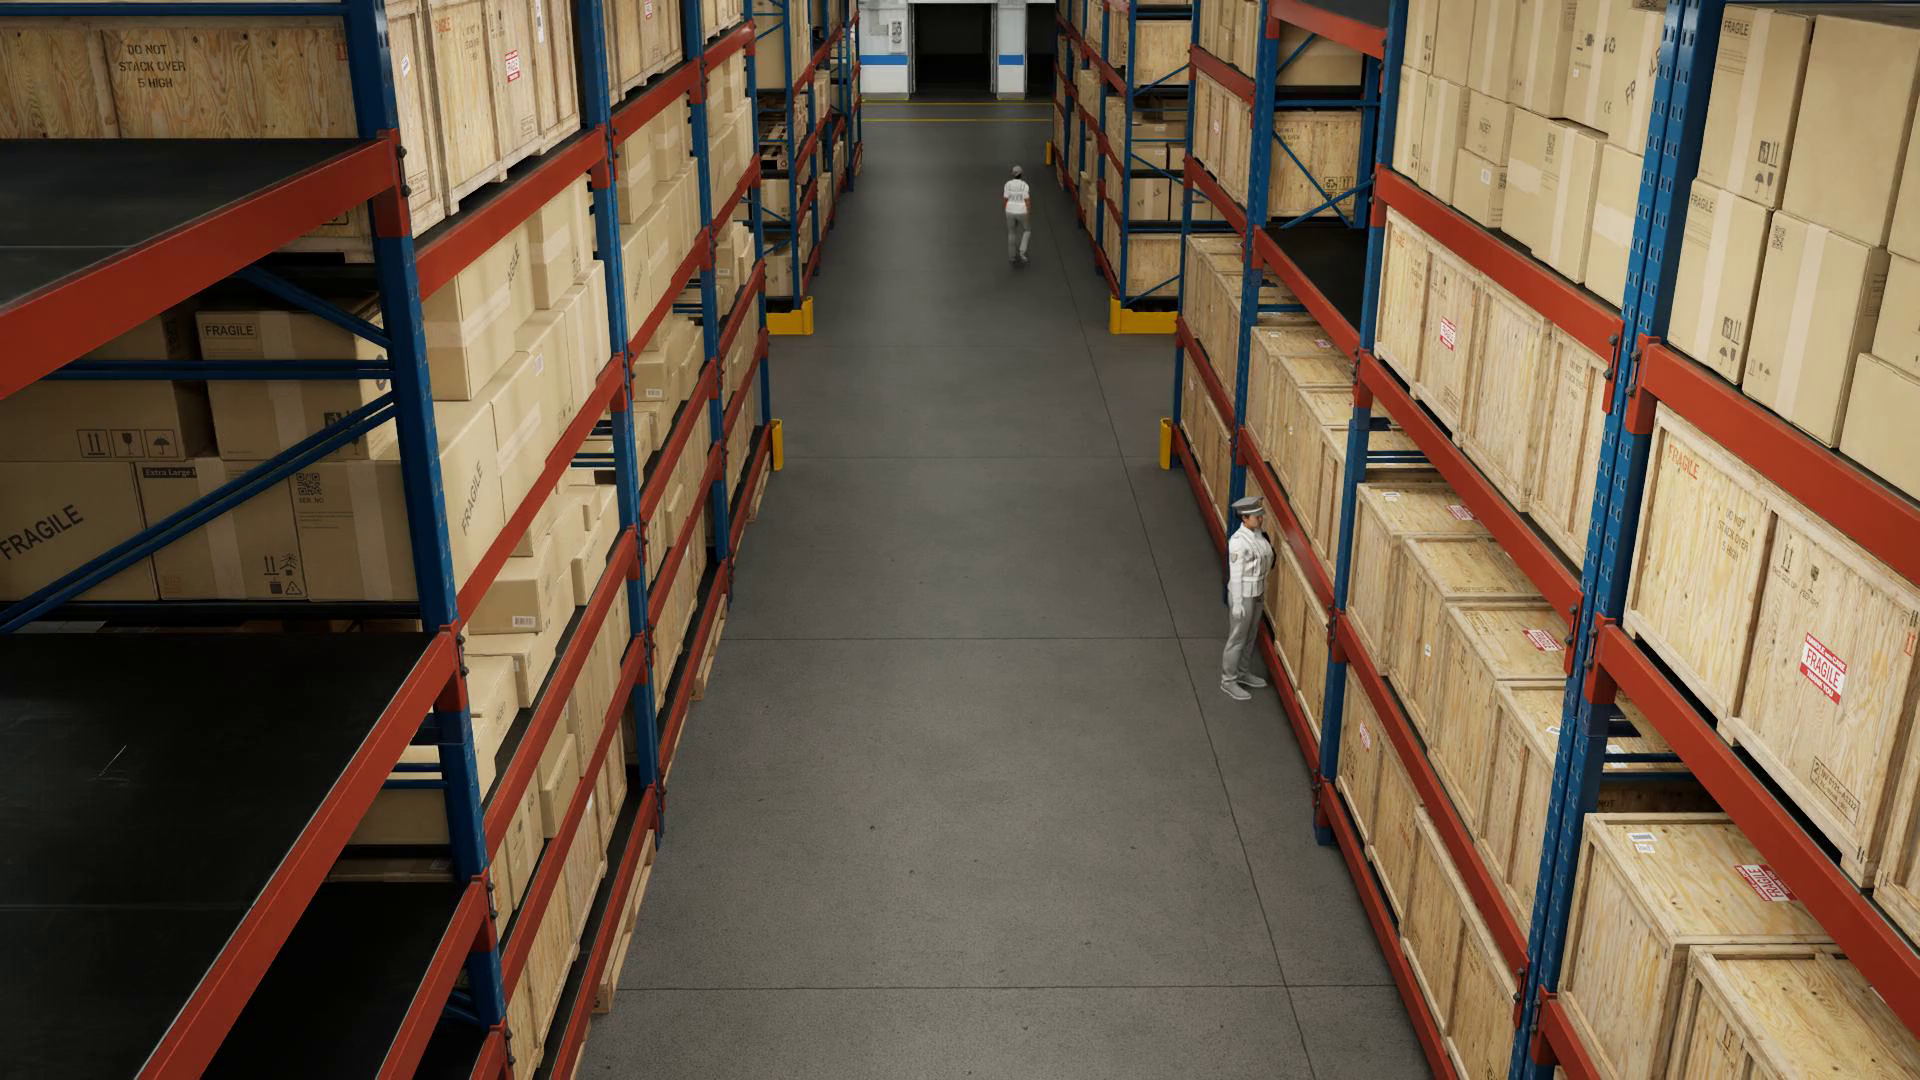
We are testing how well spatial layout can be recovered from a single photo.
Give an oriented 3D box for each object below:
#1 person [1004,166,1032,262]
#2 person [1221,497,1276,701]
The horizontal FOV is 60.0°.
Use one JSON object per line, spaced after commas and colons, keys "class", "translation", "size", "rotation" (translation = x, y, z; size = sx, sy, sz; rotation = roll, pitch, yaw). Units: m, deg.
{"class": "person", "translation": [1.007, -5.704, 29.090], "size": [0.478, 1.672, 0.451], "rotation": [6, 22, 15]}
{"class": "person", "translation": [2.337, 0.441, 13.506], "size": [0.346, 1.695, 0.471], "rotation": [13, 25, 29]}
